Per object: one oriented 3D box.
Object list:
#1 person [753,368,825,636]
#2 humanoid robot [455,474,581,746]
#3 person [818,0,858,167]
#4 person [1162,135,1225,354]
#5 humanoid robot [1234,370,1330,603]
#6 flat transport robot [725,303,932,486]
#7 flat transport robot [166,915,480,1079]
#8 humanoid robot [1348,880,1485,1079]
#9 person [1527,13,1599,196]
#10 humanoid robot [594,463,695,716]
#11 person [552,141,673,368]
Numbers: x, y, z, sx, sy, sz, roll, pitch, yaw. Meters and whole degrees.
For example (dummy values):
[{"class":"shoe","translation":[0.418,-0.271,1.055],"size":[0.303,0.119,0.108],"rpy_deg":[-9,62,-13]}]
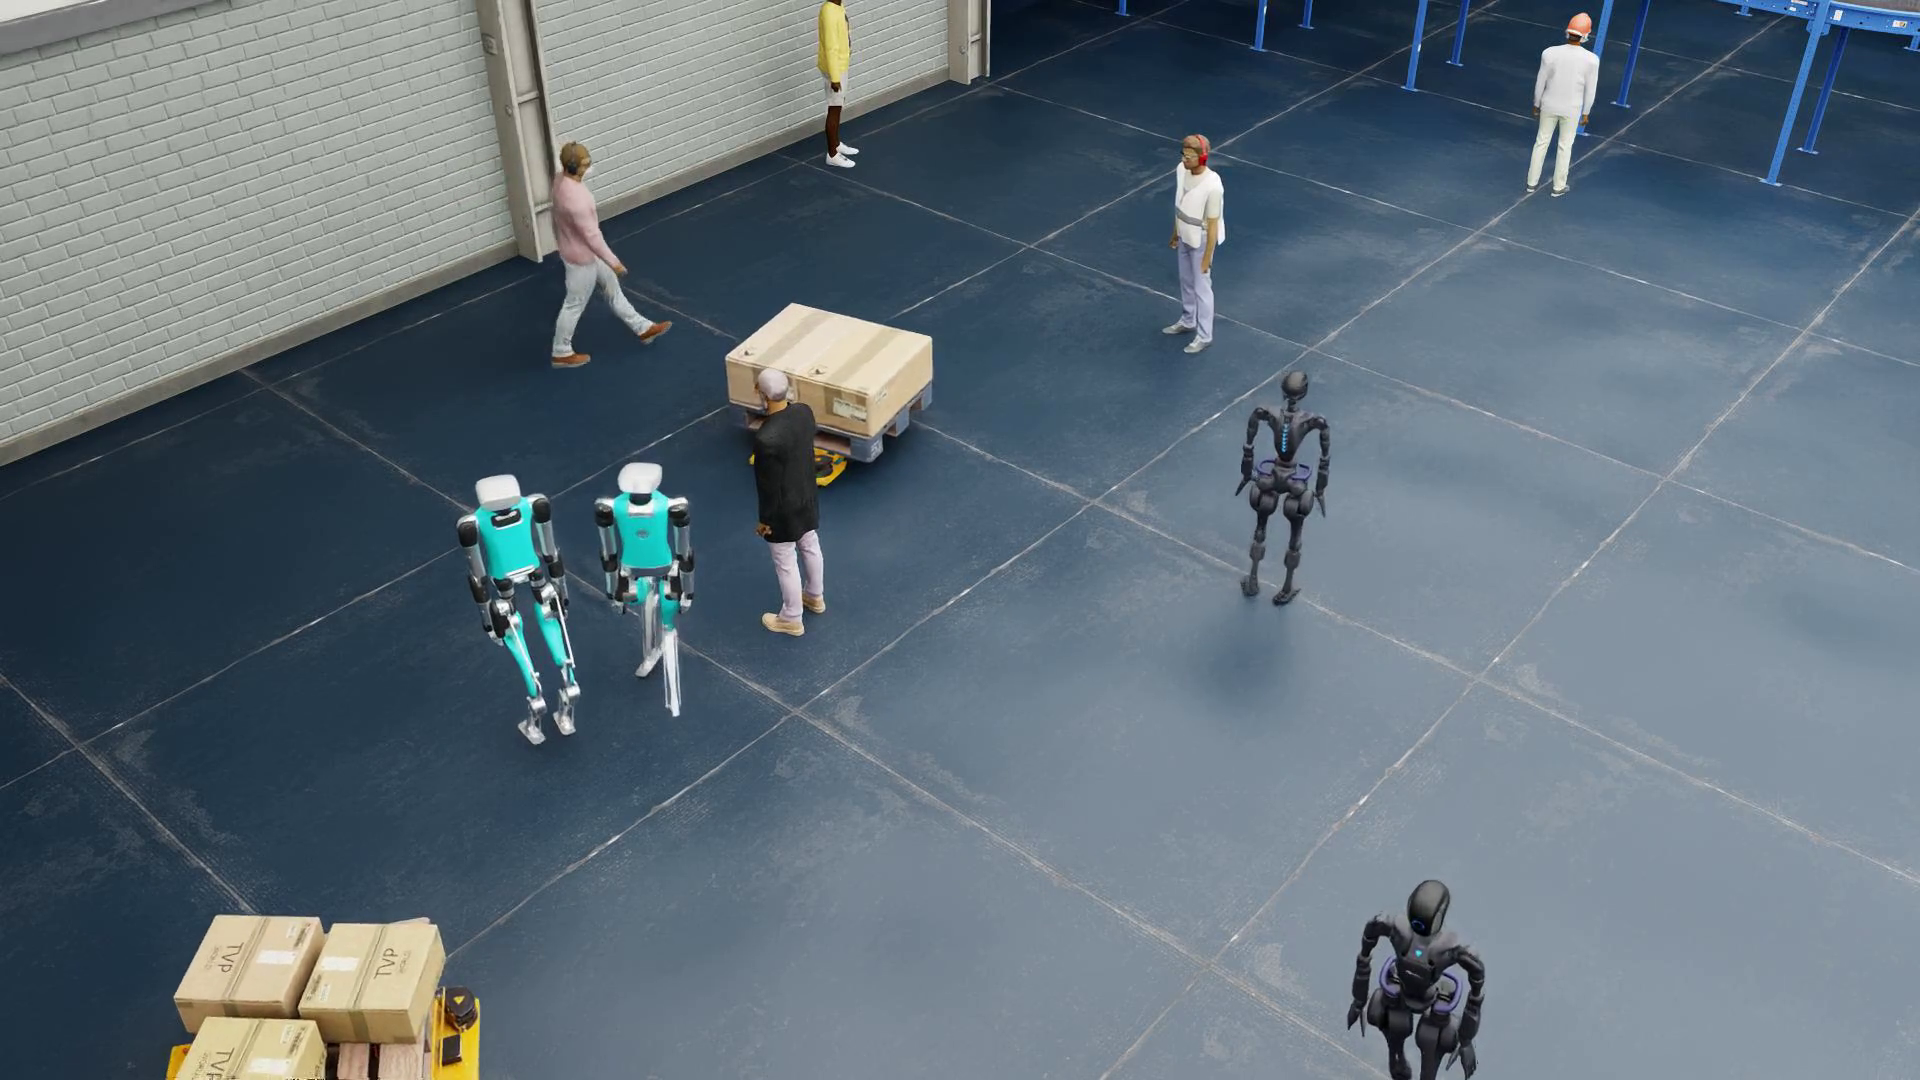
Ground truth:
[{"class":"person","translation":[-1.072,-0.236,10.351],"size":[0.407,1.855,0.541],"rpy_deg":[19,39,24]},{"class":"humanoid robot","translation":[-2.400,0.492,9.390],"size":[0.545,1.763,0.677],"rpy_deg":[-19,40,-24]},{"class":"person","translation":[-1.231,-4.688,16.565],"size":[0.360,1.897,0.555],"rpy_deg":[2,36,3]},{"class":"person","translation":[1.906,-2.400,13.417],"size":[0.404,1.832,0.575],"rpy_deg":[-13,38,-18]},{"class":"humanoid robot","translation":[2.059,-0.350,10.668],"size":[0.598,1.653,0.324],"rpy_deg":[12,37,16]},{"class":"flat transport robot","translation":[-0.944,-0.897,12.647],"size":[0.659,0.231,1.431],"rpy_deg":[16,38,21]},{"class":"flat transport robot","translation":[-3.010,2.531,7.834],"size":[1.431,0.231,0.659],"rpy_deg":[-7,36,-10]},{"class":"humanoid robot","translation":[1.982,2.096,7.248],"size":[0.592,1.633,0.676],"rpy_deg":[17,39,23]},{"class":"person","translation":[5.788,-4.173,15.966],"size":[0.558,1.751,0.324],"rpy_deg":[20,40,25]},{"class":"humanoid robot","translation":[-1.802,0.187,9.878],"size":[0.544,1.791,0.829],"rpy_deg":[-1,35,-2]},{"class":"person","translation":[-2.874,-2.263,13.184],"size":[1.053,1.871,0.631],"rpy_deg":[-9,36,-12]}]
